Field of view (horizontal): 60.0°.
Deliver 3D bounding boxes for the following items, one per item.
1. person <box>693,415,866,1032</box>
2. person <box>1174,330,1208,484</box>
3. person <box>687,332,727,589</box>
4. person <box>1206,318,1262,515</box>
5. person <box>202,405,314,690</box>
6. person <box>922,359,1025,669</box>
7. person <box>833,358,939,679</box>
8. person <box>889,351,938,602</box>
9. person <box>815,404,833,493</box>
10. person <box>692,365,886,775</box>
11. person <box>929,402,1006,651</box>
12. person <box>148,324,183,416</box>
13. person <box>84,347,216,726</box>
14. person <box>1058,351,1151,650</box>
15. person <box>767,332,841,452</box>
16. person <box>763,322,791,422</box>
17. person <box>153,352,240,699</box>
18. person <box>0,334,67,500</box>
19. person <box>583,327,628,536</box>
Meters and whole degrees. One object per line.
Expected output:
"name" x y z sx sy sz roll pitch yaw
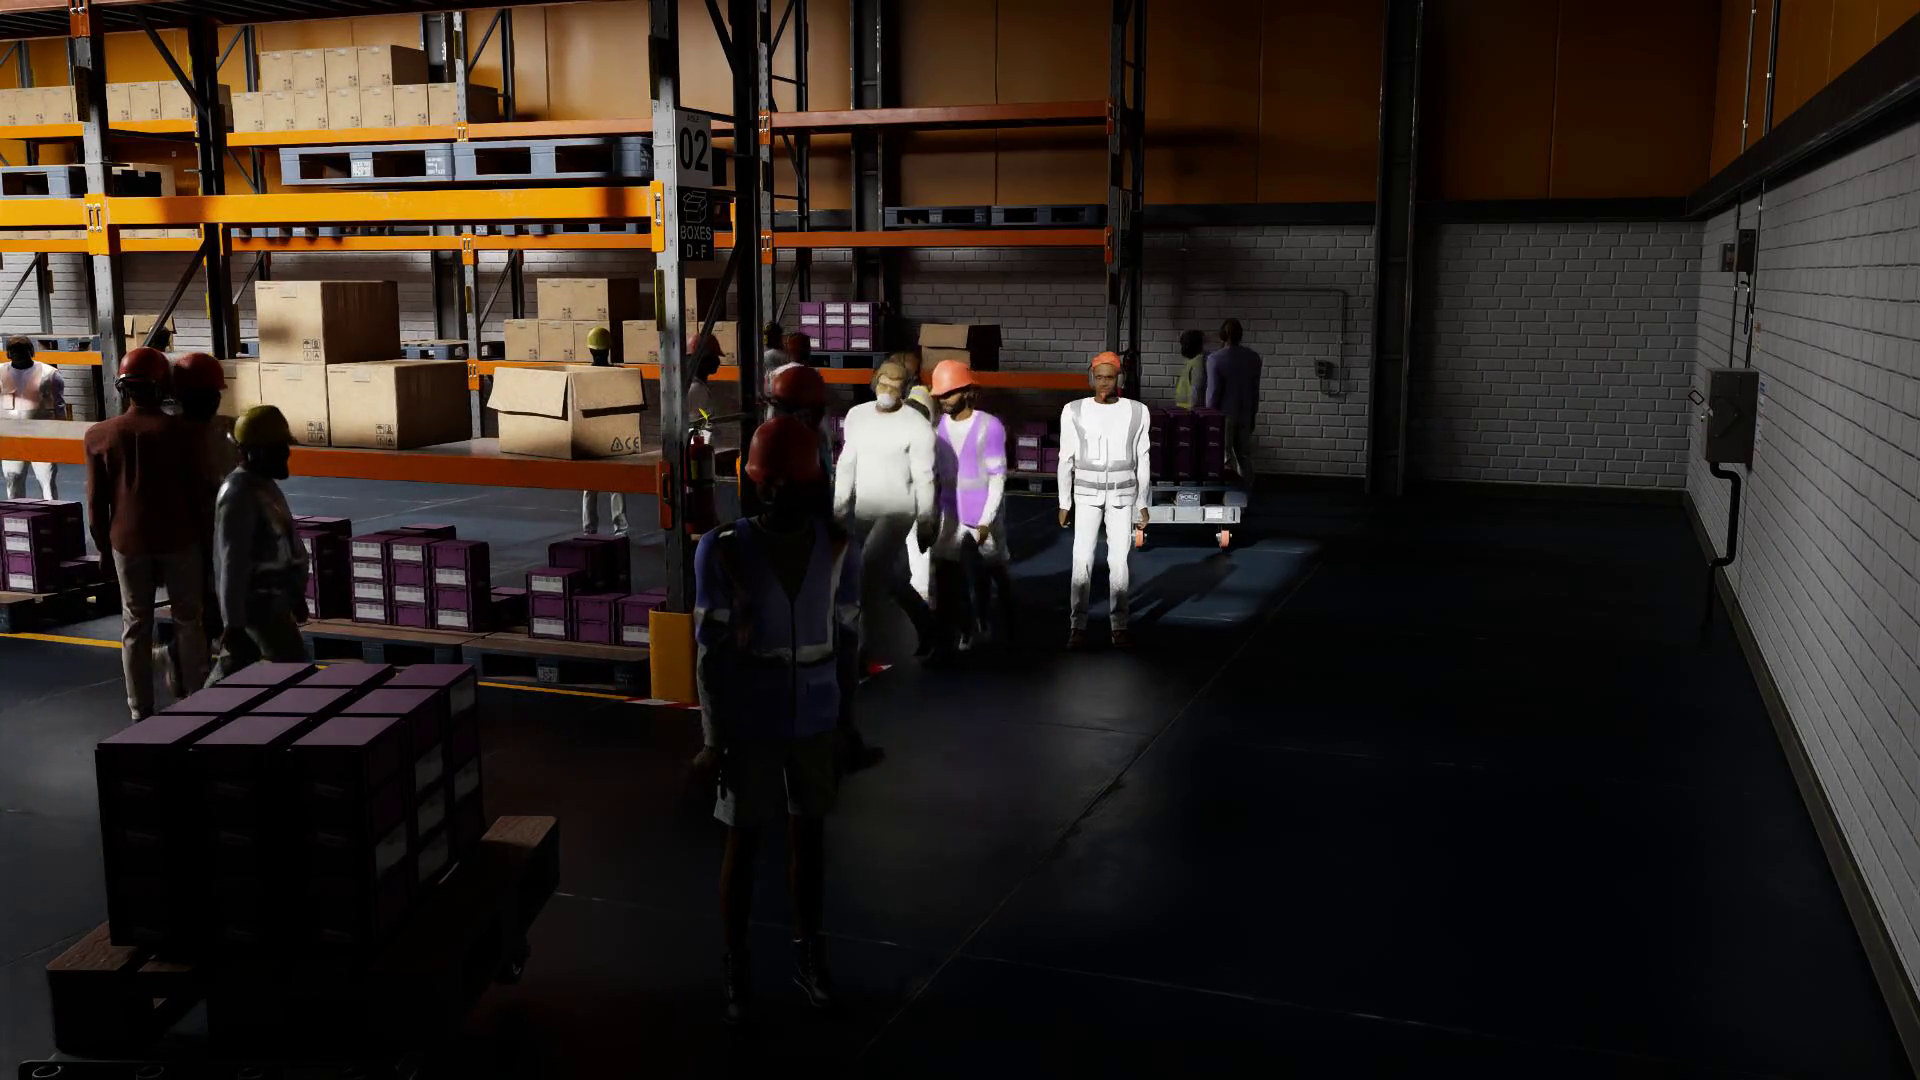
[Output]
"person" -0.552 0.569 5.228 0.543 1.932 0.376 -4 10 -23
"person" 2.369 -1.243 17.014 0.539 1.808 0.679 1 9 4
"person" -1.917 -0.596 12.542 0.382 1.936 0.545 -2 9 -9
"person" 2.643 -1.190 16.247 0.627 1.941 0.370 -4 10 -26
"person" -3.210 0.263 7.659 1.003 1.776 0.608 -3 10 -18
"person" 0.093 -0.184 10.211 0.572 1.876 0.927 4 10 25
"person" -0.381 -0.139 9.811 0.644 1.894 0.926 8 12 41
"person" -0.328 -0.447 11.951 0.444 1.822 0.629 -1 9 -3
"person" -1.052 -0.204 10.882 0.689 1.674 0.533 5 10 27
"person" -0.803 0.172 7.668 0.996 1.956 0.634 -5 10 -30
"person" 0.022 -0.100 10.401 0.530 1.614 0.350 0 9 1
"person" -8.008 -1.236 16.761 0.309 1.868 0.535 3 10 20
"person" -4.105 0.015 8.508 0.609 1.995 0.378 -2 9 -11
"person" 0.905 -0.241 10.464 0.584 1.882 0.337 0 9 0
"person" -1.373 -0.926 14.893 0.594 1.842 0.951 8 12 41
"person" -1.974 -1.360 17.568 0.532 1.865 0.401 -4 10 -25
"person" -4.031 -0.005 8.716 0.712 1.970 0.633 4 10 26
"person" -8.270 -0.904 14.756 0.630 1.842 0.429 -3 10 -20
"person" -3.076 -0.873 14.345 0.583 1.919 0.399 -4 10 -23
